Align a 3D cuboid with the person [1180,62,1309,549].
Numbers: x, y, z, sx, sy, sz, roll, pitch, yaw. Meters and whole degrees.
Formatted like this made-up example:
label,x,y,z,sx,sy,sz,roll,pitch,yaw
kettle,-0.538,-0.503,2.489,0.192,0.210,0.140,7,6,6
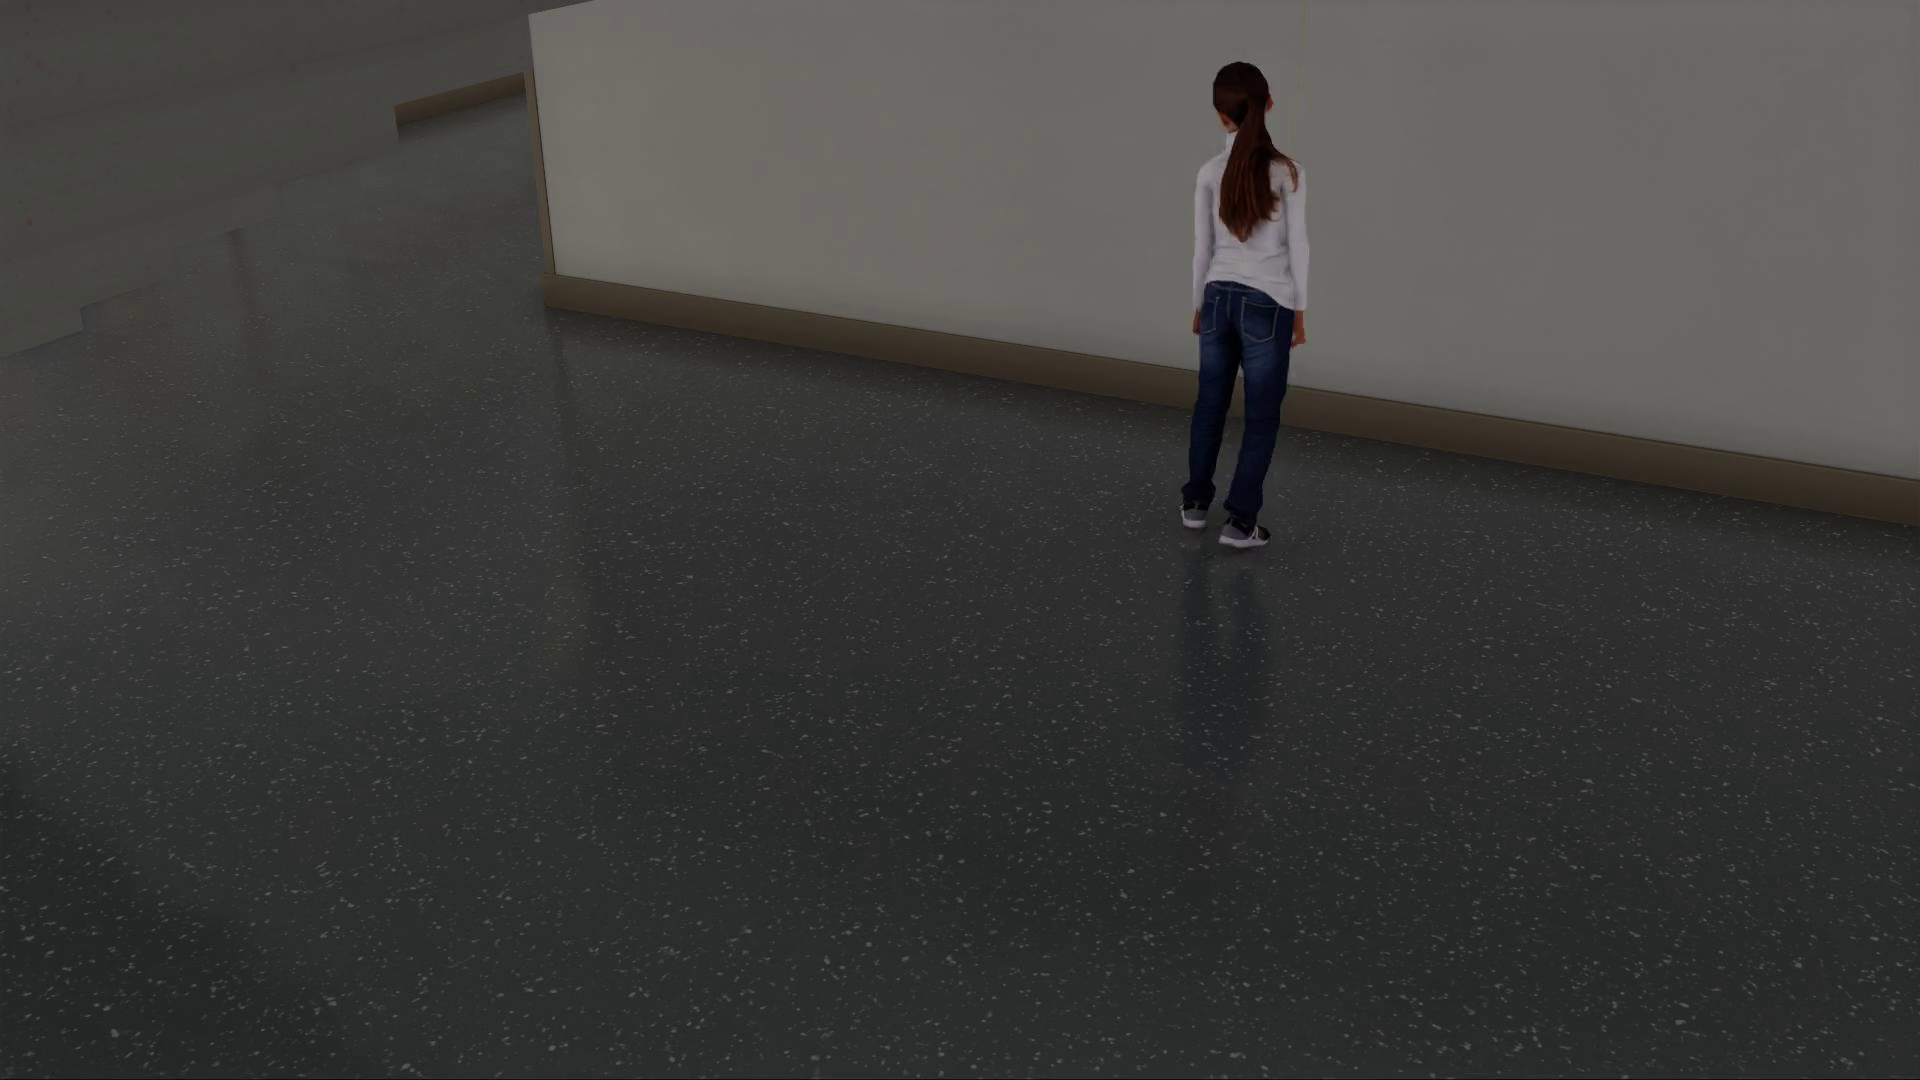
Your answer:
label,x,y,z,sx,sy,sz,roll,pitch,yaw
person,0.913,-0.739,5.317,0.521,1.563,0.622,20,32,35
